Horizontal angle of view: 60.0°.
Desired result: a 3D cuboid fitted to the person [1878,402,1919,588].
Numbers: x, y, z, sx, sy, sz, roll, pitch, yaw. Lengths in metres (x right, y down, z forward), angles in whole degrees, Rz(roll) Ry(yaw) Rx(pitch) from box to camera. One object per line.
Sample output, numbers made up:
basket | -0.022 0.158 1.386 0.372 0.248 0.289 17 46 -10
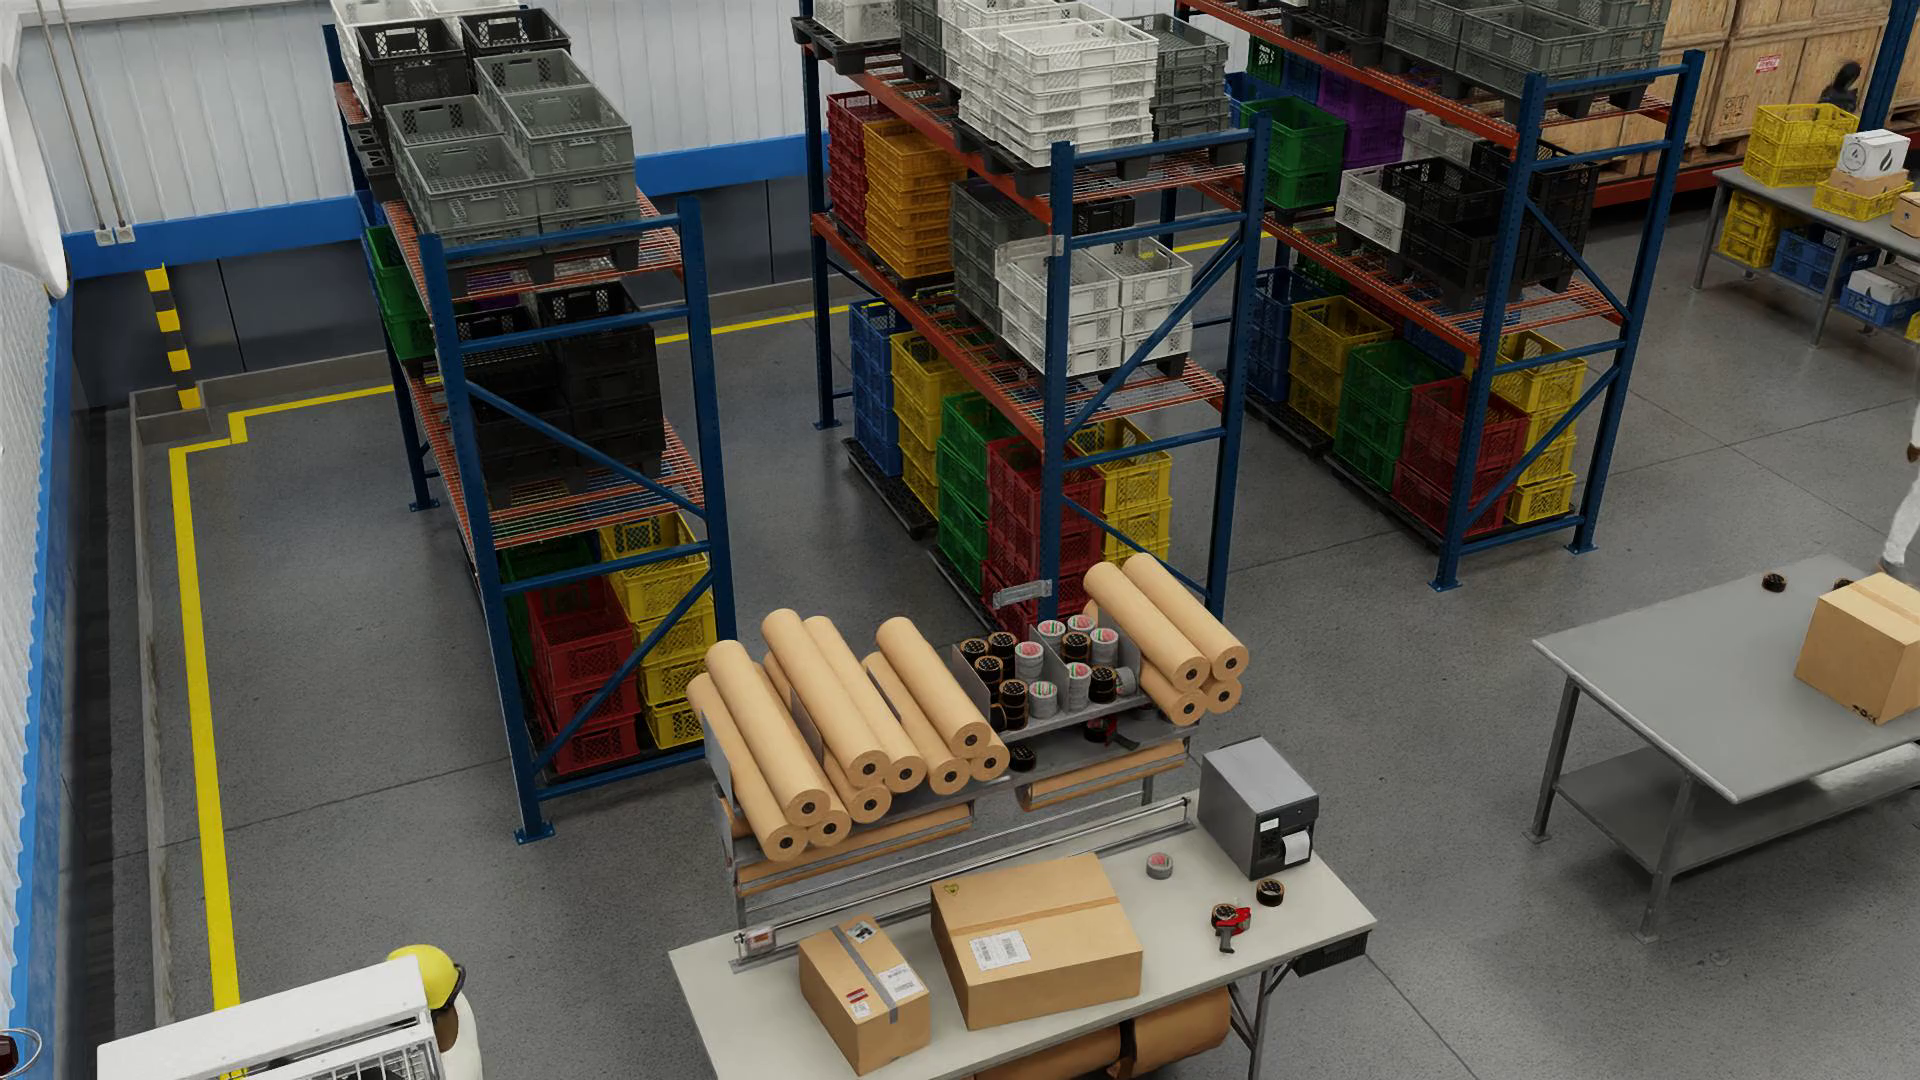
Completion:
person | 5.666 -0.571 9.362 0.583 1.882 0.358 4 32 7

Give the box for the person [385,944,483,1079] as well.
person | -1.613 1.964 5.352 0.307 1.768 0.524 -10 33 -16

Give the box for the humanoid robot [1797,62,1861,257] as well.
humanoid robot | 7.125 -3.135 13.720 0.403 1.637 0.645 3 32 5
